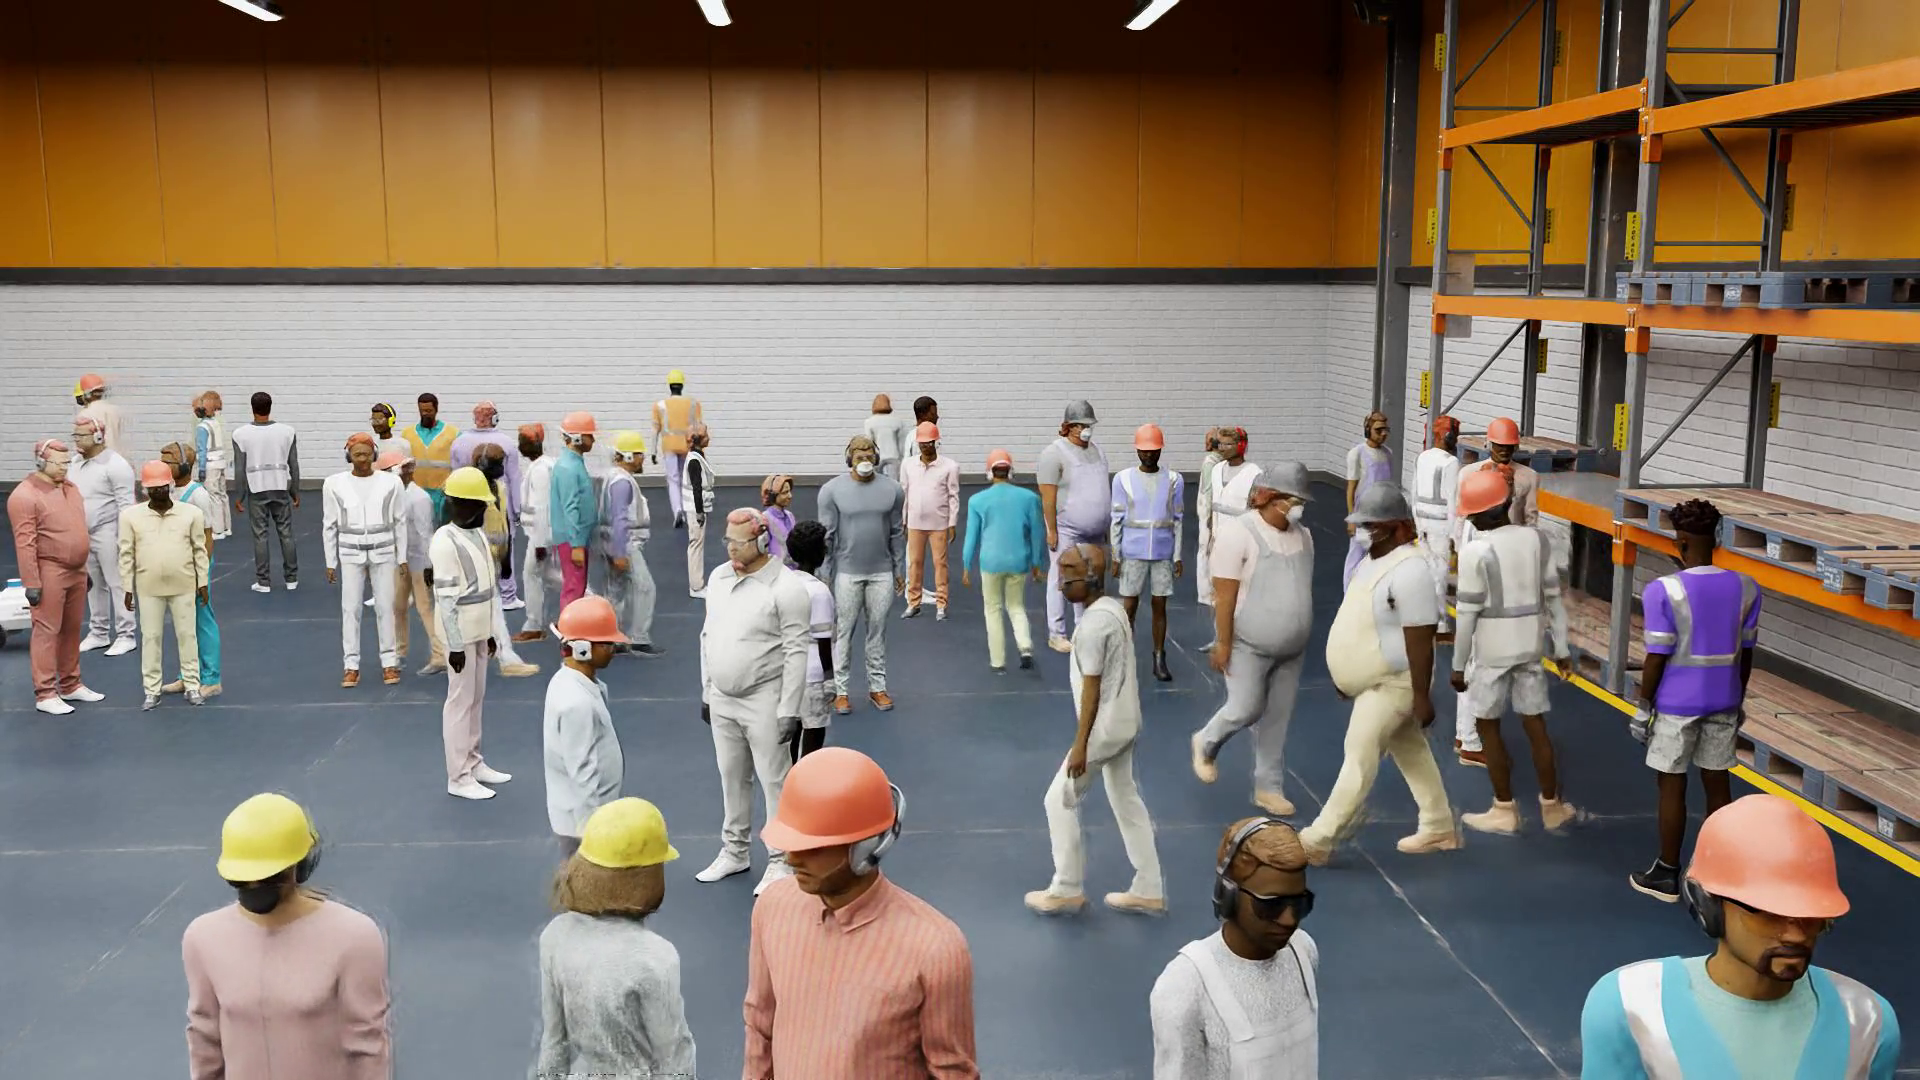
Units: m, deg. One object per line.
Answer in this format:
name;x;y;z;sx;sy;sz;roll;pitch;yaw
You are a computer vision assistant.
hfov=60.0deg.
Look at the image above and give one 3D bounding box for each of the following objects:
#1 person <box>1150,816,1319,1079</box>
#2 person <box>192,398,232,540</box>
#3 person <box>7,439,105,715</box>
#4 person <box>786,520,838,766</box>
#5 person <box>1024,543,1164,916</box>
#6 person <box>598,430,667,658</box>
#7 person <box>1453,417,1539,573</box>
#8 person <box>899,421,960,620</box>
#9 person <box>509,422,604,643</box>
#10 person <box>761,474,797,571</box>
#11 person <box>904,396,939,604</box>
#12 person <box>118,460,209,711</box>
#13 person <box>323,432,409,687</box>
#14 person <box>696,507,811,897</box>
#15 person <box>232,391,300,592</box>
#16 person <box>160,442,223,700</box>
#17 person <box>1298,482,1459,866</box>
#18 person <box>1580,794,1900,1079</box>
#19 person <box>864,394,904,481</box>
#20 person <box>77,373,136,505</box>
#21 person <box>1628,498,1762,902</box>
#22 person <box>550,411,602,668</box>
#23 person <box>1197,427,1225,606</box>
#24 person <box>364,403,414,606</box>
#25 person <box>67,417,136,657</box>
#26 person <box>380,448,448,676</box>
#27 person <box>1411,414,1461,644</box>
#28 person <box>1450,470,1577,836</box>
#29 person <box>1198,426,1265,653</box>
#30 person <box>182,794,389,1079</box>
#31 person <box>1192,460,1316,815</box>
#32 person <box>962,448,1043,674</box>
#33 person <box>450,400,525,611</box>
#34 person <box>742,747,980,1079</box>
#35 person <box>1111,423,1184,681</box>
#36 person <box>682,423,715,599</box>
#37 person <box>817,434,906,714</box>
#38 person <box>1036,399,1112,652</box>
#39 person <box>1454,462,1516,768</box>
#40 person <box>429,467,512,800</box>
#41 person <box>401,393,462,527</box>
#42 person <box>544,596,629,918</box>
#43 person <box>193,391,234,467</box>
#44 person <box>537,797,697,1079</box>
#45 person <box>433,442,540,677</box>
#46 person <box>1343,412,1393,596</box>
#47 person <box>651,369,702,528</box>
person;0.633;1.510;3.792;0.513;1.842;0.325;-8;12;-41
person;-8.580;-0.811;19.050;0.317;1.630;0.509;-1;9;-7
person;-6.261;0.244;11.568;0.405;1.899;0.652;1;9;5
person;-0.835;0.734;9.124;0.321;1.698;0.529;-6;11;-33
person;0.612;0.901;7.749;0.739;1.800;0.574;3;9;15
person;-2.574;0.041;13.133;0.657;1.804;0.623;-3;9;-15
person;3.984;0.075;12.377;0.605;1.986;0.402;1;9;9
person;-0.284;-0.168;14.613;0.559;1.752;0.325;2;9;14
person;-3.341;-0.055;13.651;0.763;1.849;0.611;-2;9;-10
person;-1.285;0.353;11.695;0.309;1.641;0.513;3;10;18
person;-0.376;-0.373;15.383;0.372;1.916;0.597;0;9;-3
person;-5.550;0.308;11.619;0.572;1.750;0.330;-4;10;-26
person;-4.372;0.141;12.257;0.585;1.883;0.337;-3;10;-20
person;-1.038;0.783;8.164;0.643;1.908;0.411;6;11;34
person;-6.623;-0.458;15.918;0.591;1.918;0.383;-6;11;-34
person;-5.526;0.219;11.892;0.504;1.847;0.344;7;11;36
person;2.147;0.656;8.542;1.053;2.000;0.692;0;9;-2
person;1.511;1.491;3.278;0.604;2.048;0.367;0;9;2
person;-0.924;-0.970;20.178;0.512;1.584;0.885;-2;9;-11
person;-9.421;-0.866;18.376;0.977;1.962;0.620;3;9;17
person;3.535;0.778;8.046;0.600;1.953;0.387;-2;9;-11
person;-2.958;-0.009;12.884;0.407;1.987;0.615;-1;9;-7
person;2.334;-0.223;15.308;0.315;1.641;0.515;3;10;18
person;-5.214;-0.312;15.167;0.518;1.868;0.328;3;10;21
person;-6.864;-0.027;13.246;0.642;1.910;0.401;4;10;25
person;-4.176;0.160;12.628;0.578;1.731;0.389;8;12;40
person;3.936;-0.090;13.707;0.361;1.887;0.575;-3;9;-17
person;3.007;0.610;8.995;0.779;1.989;0.497;-3;10;-20
person;2.177;0.018;13.141;0.376;1.848;0.573;-6;11;-31
person;-1.709;1.485;4.260;0.525;1.754;0.376;0;9;-3
person;1.701;0.518;9.406;0.688;2.000;0.685;-5;10;-28
person;0.329;0.166;12.640;0.609;1.714;0.554;-3;9;-16
person;-4.225;-0.305;14.981;0.648;1.911;0.409;1;9;6
person;-0.254;1.432;3.814;0.618;1.990;0.394;6;11;32
person;1.397;0.096;12.375;0.551;1.936;0.356;0;9;-3
person;-2.452;-0.273;15.618;0.308;1.645;0.514;-1;9;-8
person;-0.675;0.232;11.520;0.635;1.937;0.352;-3;10;-20
person;0.983;-0.126;13.452;0.680;2.000;0.537;-8;12;-41
person;3.254;0.456;10.289;0.342;1.881;0.587;2;9;11
person;-2.853;0.531;9.682;0.368;1.926;0.587;0;9;2
person;-5.057;-0.466;16.004;0.595;1.911;0.384;0;9;1
person;-1.494;1.089;6.725;0.346;1.746;0.573;-3;9;-16
person;-9.131;-1.029;20.441;0.537;1.611;0.563;5;10;27
person;-0.923;1.505;4.245;0.481;1.707;0.798;8;12;41
person;-3.682;0.147;12.574;0.959;1.791;0.641;2;9;14
person;3.587;-0.204;14.551;0.506;1.845;0.342;-6;11;-32
person;-3.408;-1.111;20.093;0.602;1.903;0.861;-3;10;-19
